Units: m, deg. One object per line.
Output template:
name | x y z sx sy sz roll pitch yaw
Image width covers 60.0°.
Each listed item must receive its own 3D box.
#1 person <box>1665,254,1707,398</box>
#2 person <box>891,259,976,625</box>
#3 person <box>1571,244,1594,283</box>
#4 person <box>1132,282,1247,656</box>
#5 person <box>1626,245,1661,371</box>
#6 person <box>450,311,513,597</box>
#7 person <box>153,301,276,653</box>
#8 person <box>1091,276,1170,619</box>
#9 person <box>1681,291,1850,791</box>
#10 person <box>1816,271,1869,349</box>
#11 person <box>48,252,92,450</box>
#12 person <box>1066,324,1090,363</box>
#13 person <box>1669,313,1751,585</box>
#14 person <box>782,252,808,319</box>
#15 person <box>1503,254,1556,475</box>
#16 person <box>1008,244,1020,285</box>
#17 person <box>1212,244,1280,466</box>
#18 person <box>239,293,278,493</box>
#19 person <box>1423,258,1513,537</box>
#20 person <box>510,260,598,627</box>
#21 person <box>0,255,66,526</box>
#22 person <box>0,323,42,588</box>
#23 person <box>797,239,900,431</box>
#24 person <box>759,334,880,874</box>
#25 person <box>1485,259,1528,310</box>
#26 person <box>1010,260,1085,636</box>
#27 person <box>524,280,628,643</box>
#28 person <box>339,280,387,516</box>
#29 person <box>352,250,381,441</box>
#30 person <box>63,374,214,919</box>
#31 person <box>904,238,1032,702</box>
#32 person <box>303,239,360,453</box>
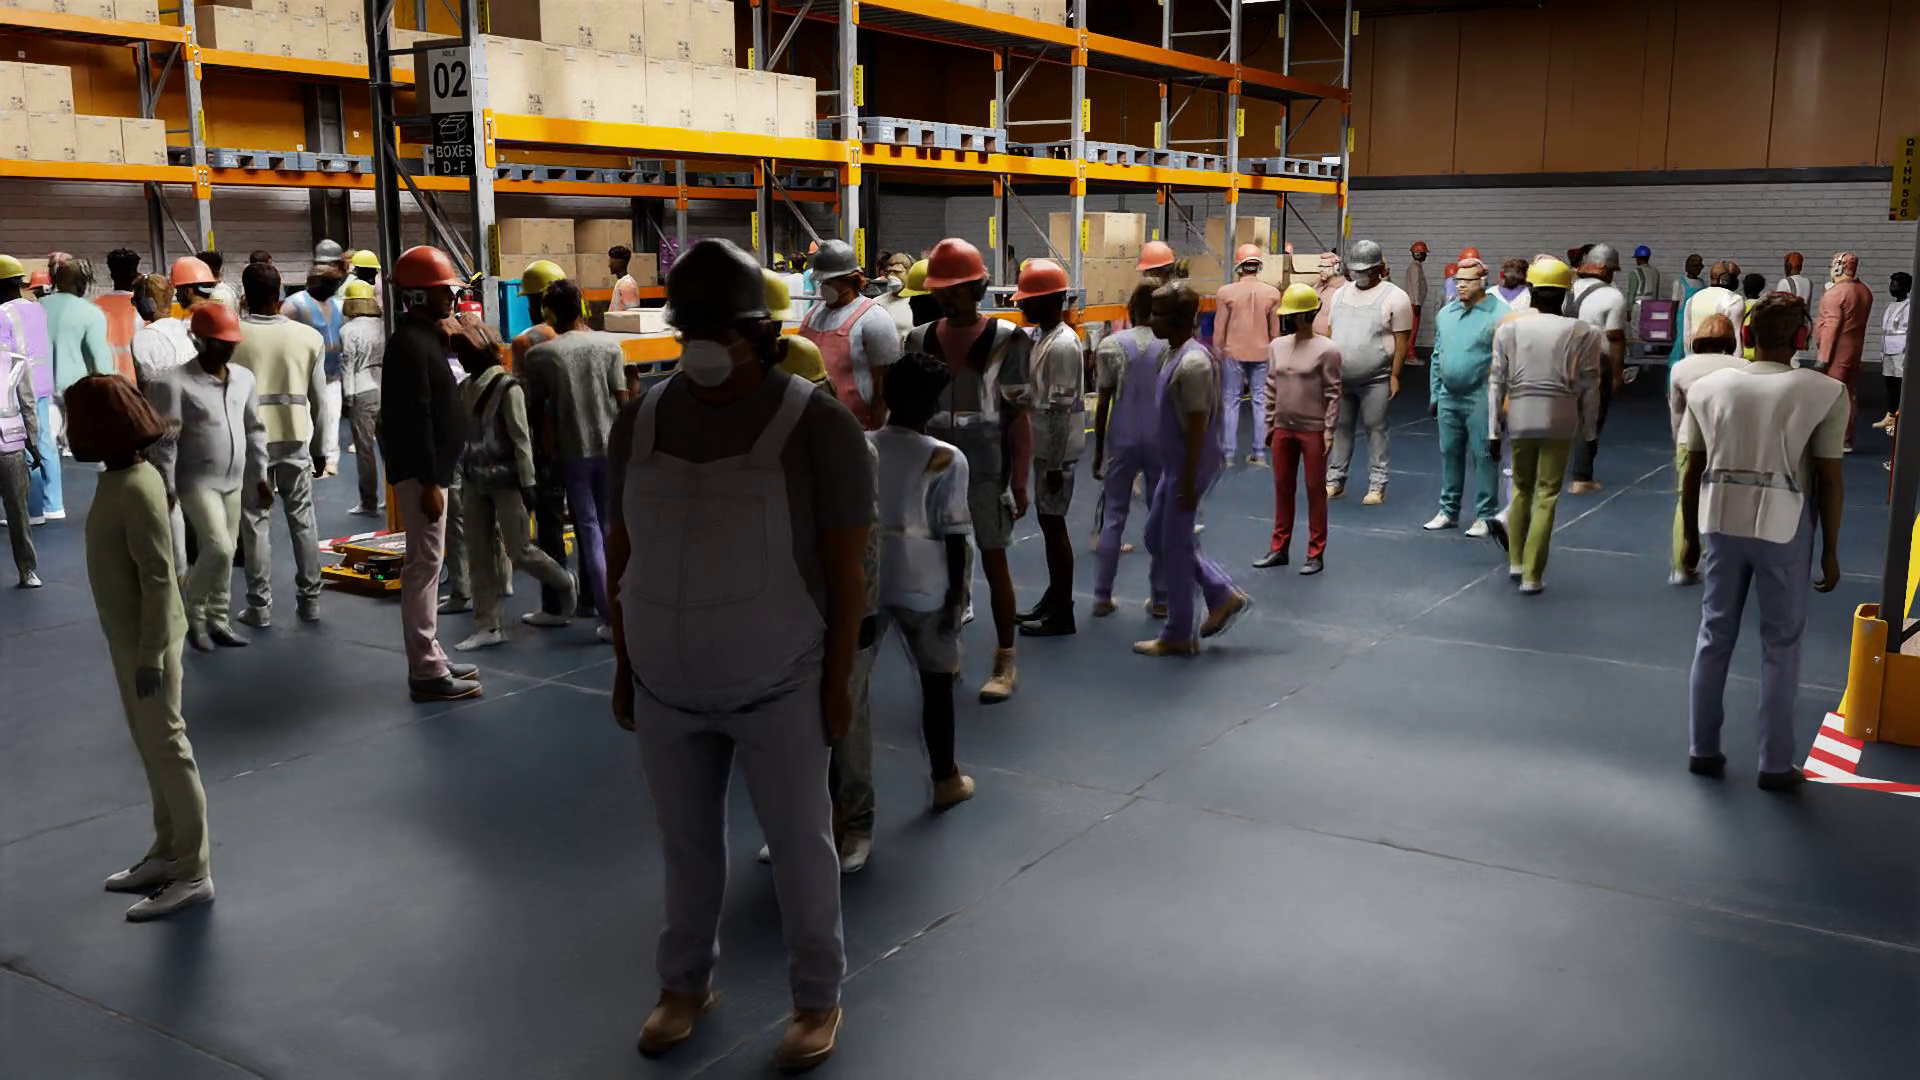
person | 9.305 -2.724 21.265 0.513 1.844 0.328 -3 11 -18
person | -0.124 -0.495 8.694 0.590 1.923 0.383 10 14 44
person | 9.014 -3.290 24.067 0.612 1.963 0.363 -9 13 -40
person | 1.121 -0.333 8.068 0.497 1.830 0.523 0 10 -2
person | 10.493 -3.559 25.645 0.601 1.939 0.416 -5 11 -26
person | -2.703 -0.456 9.298 0.318 1.631 0.518 4 11 19
person | -3.649 -0.301 8.151 0.440 1.729 0.570 3 11 19
person | 0.965 -0.477 8.883 0.528 1.838 0.366 1 10 5
person | 2.945 0.008 6.158 0.402 1.835 0.566 -10 14 -44
person | 10.440 -2.431 19.678 0.566 1.838 0.385 -1 10 -7
person | -8.654 -1.834 16.168 0.403 1.906 0.651 -2 10 -11
person | 1.932 -3.782 27.391 0.525 1.757 0.360 0 10 -1
person | 4.504 -0.545 9.888 0.823 1.584 0.559 -10 14 -43
person | -2.104 -2.819 21.727 0.533 1.868 0.310 -1 10 -6
person | 4.960 -1.486 14.259 0.643 1.902 0.399 -4 11 -20
person | 0.984 -4.735 32.168 0.371 1.935 0.627 1 10 5
person | 2.559 -1.652 14.940 0.615 1.987 0.407 -2 10 -9
person | -5.600 -1.188 13.340 0.507 1.631 0.277 2 10 10
person | 3.490 -0.977 11.451 0.399 1.900 0.646 -7 13 -36
person | -2.131 -0.505 8.784 0.422 1.919 0.589 7 12 33
person | -6.676 -1.055 11.821 0.397 1.920 0.586 0 10 3
person | -5.595 -0.519 9.605 0.517 1.645 0.307 -7 12 -34
person | -0.697 -0.661 9.294 0.681 2.000 0.538 8 13 38
person | -0.498 0.206 5.351 0.493 1.728 0.324 3 11 16
person | 5.953 -2.138 18.073 0.570 1.829 0.692 4 11 21
person | 0.443 -0.463 8.526 0.389 1.925 0.550 -1 10 -4
person | -1.932 -0.404 8.485 0.515 1.819 0.709 -5 11 -25
person | -4.385 -1.048 12.304 0.350 1.734 0.488 5 11 27
person | -5.993 -1.956 16.814 0.390 1.920 0.587 -6 12 -31
person | -2.480 0.316 5.009 0.280 1.631 0.504 -7 12 -34
person | 0.017 -0.299 7.324 0.619 2.028 0.409 5 11 24
person | -5.959 -1.843 15.842 0.681 2.000 0.535 2 10 10
